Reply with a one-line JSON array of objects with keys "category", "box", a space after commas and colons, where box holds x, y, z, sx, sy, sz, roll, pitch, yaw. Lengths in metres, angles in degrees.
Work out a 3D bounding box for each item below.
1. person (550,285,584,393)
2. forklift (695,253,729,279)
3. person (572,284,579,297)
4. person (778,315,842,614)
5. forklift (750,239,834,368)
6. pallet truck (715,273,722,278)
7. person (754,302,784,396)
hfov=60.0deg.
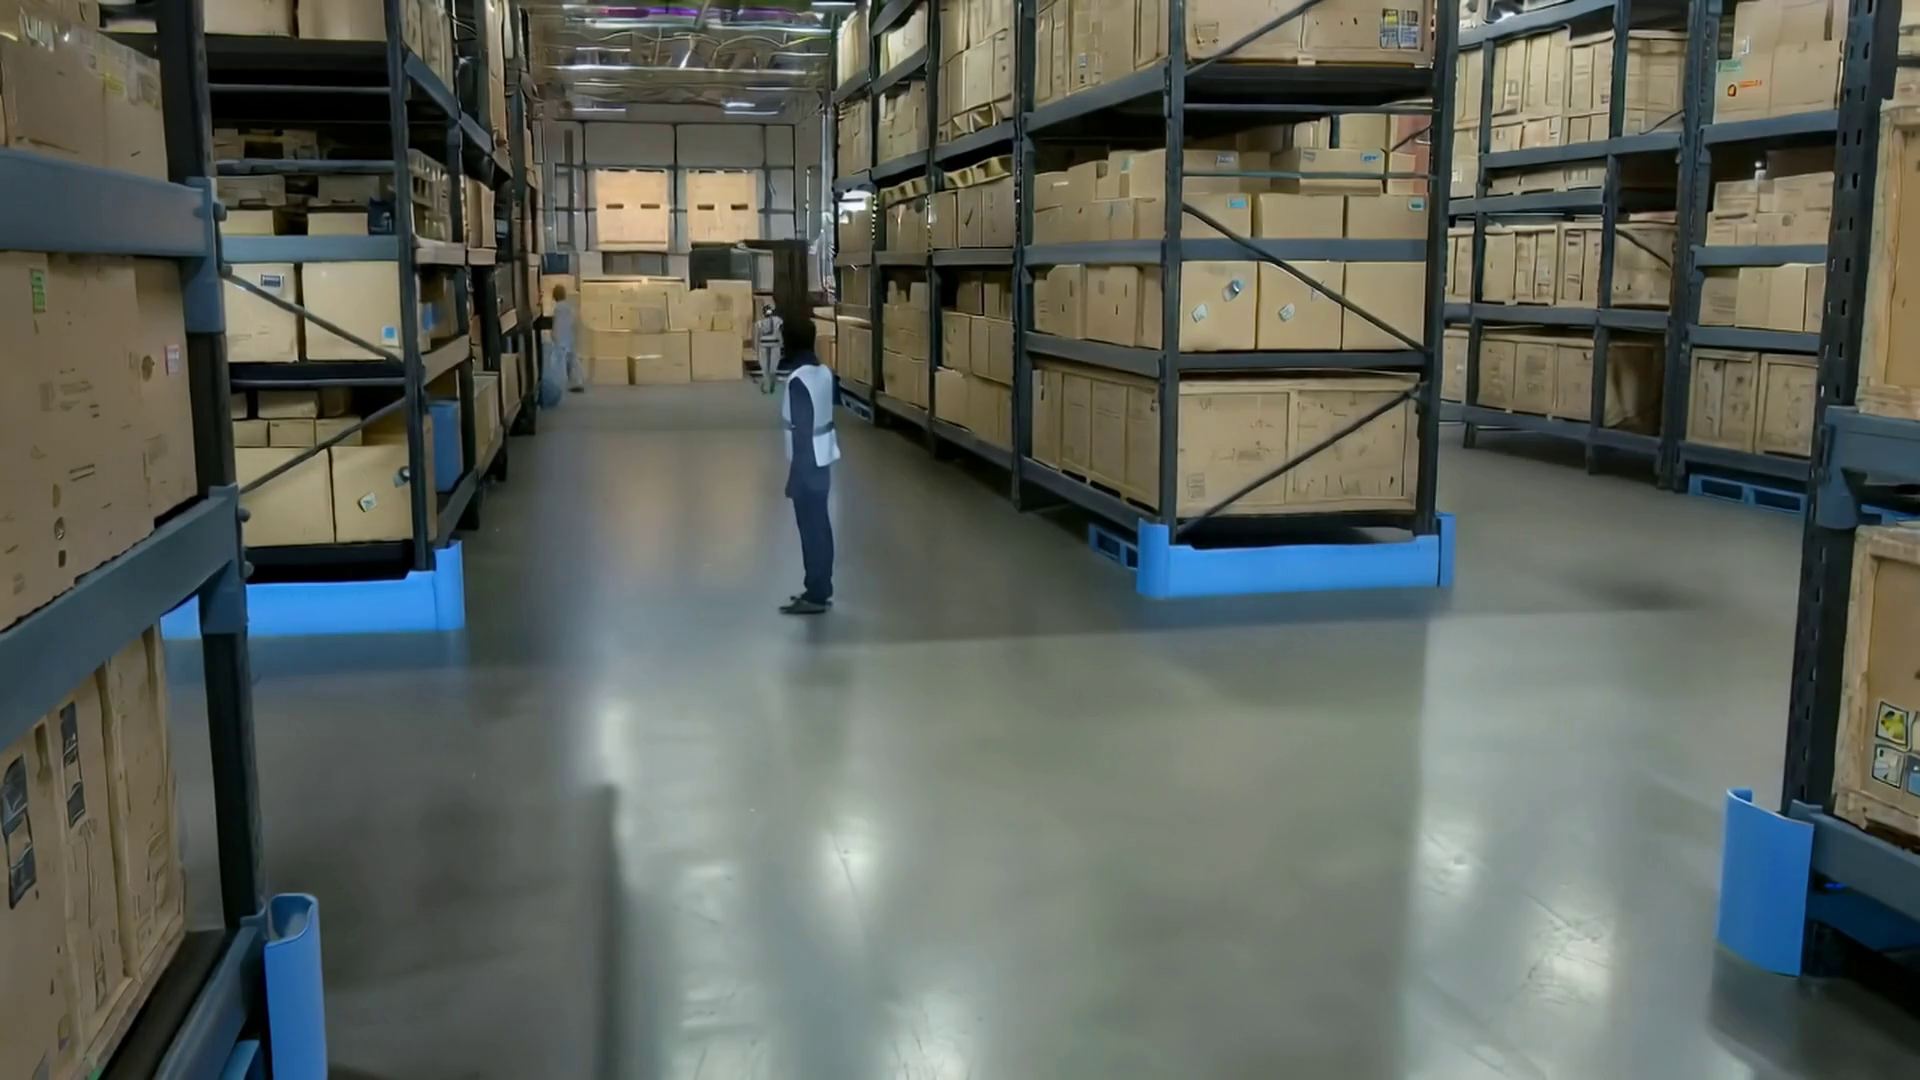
[{"category": "person", "box": [-7.110, -3.527, 29.324, 0.985, 1.888, 0.655, 0, 9, -1]}, {"category": "forklift", "box": [-6.529, -6.416, 43.934, 1.129, 2.768, 1.873, -2, 10, -12]}, {"category": "person", "box": [-14.021, -8.606, 61.136, 0.525, 1.617, 0.705, 5, 11, 30]}, {"category": "person", "box": [-0.967, -0.476, 10.664, 0.392, 1.915, 0.587, 1, 9, 8]}, {"category": "forklift", "box": [-3.523, -5.161, 36.282, 1.873, 2.768, 1.129, 2, 10, 13]}, {"category": "pallet truck", "box": [-8.580, -8.986, 62.280, 1.885, 1.965, 0.823, 1, 9, 5]}, {"category": "person", "box": [-3.279, -3.258, 28.507, 0.546, 1.606, 0.745, 0, 9, 1]}]
